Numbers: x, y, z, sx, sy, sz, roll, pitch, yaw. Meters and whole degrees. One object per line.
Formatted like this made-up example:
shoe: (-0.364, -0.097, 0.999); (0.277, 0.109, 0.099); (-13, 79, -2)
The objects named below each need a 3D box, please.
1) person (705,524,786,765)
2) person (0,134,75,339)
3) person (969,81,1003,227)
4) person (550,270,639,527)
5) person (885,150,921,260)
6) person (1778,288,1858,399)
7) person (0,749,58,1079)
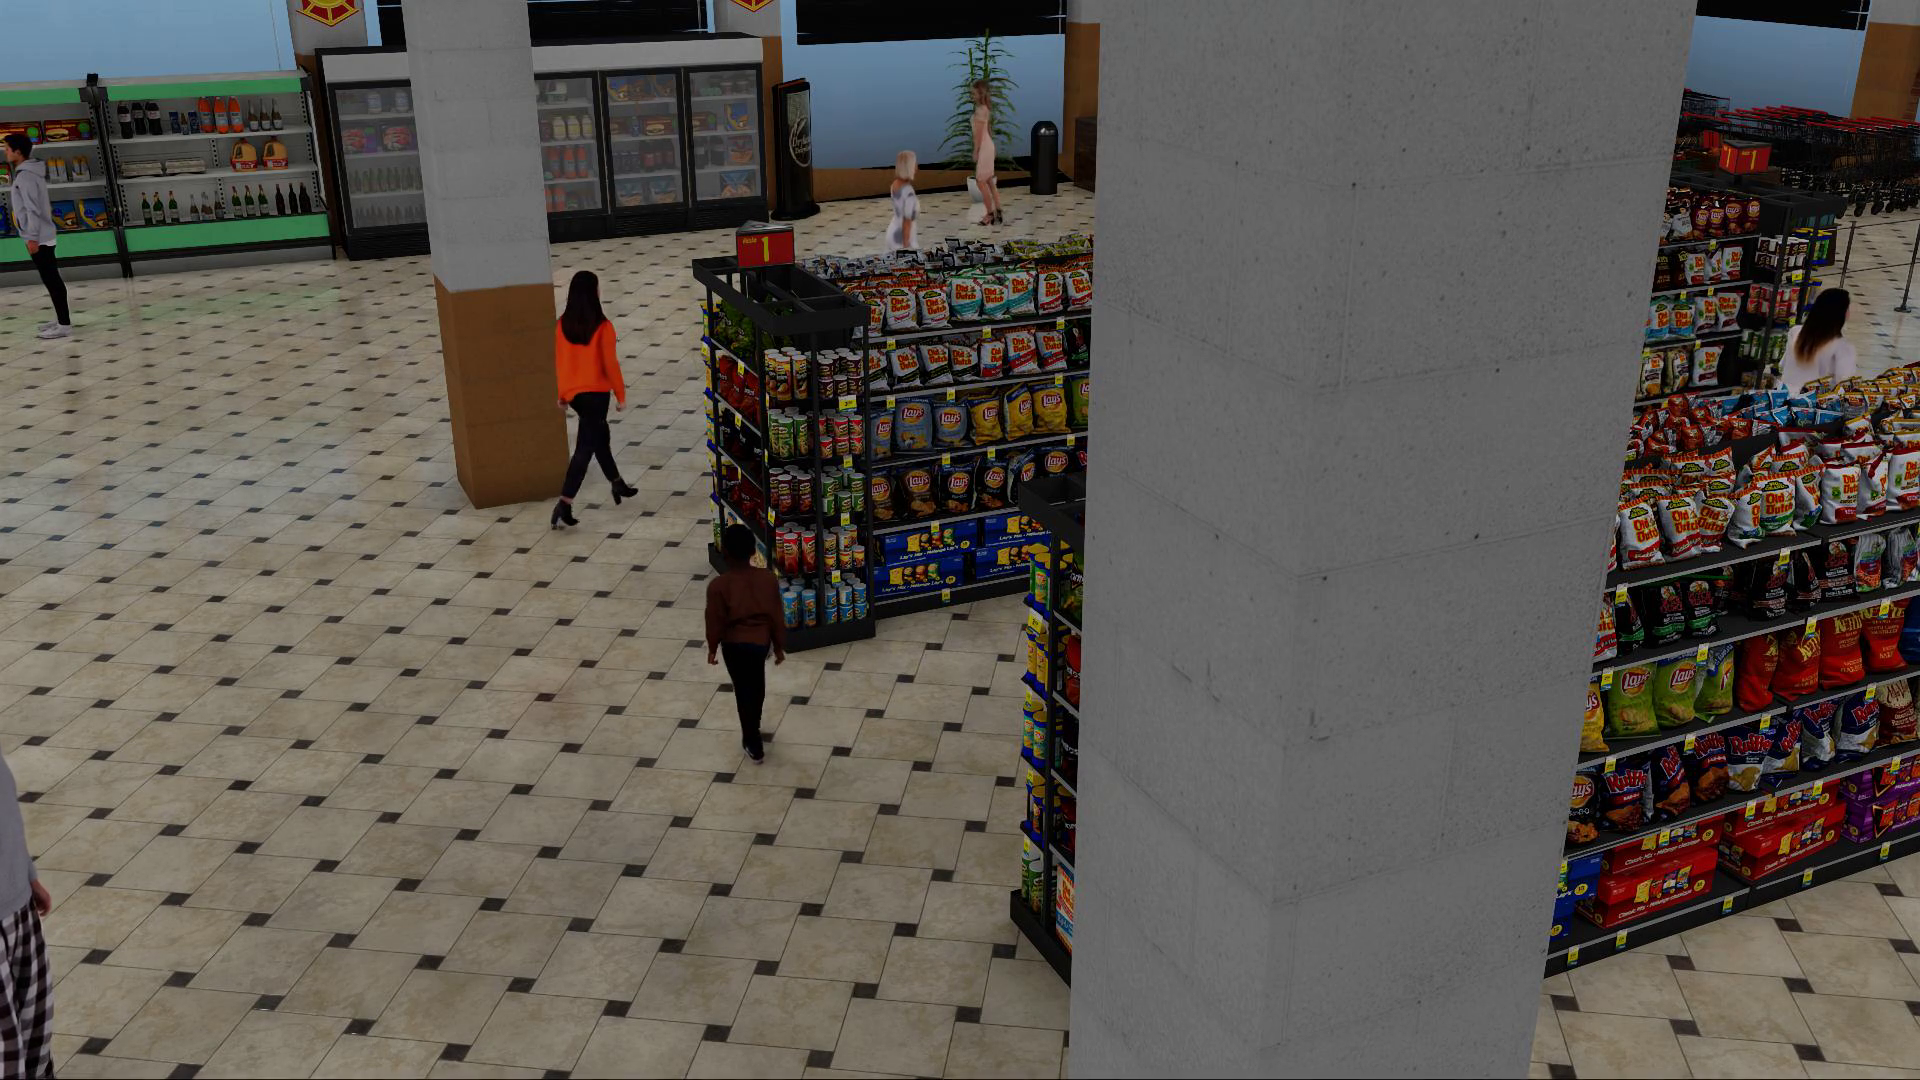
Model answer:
person: (-1.041, 0.535, 8.223); (0.562, 1.245, 0.585); (-10, 24, -23)
person: (-8.780, -2.908, 15.873); (0.569, 1.929, 0.681); (-11, 24, -25)
person: (0.364, -4.835, 20.855); (0.874, 1.791, 0.843); (11, 24, 24)
person: (-2.559, -0.909, 11.205); (1.013, 1.701, 1.196); (13, 25, 29)
person: (-0.633, -2.840, 16.018); (1.118, 1.694, 0.661); (-14, 26, -30)
person: (5.602, -0.839, 11.120); (1.188, 1.634, 0.809); (-6, 23, -15)
person: (-3.310, 1.250, 5.637); (0.682, 1.845, 0.699); (0, 22, 0)
